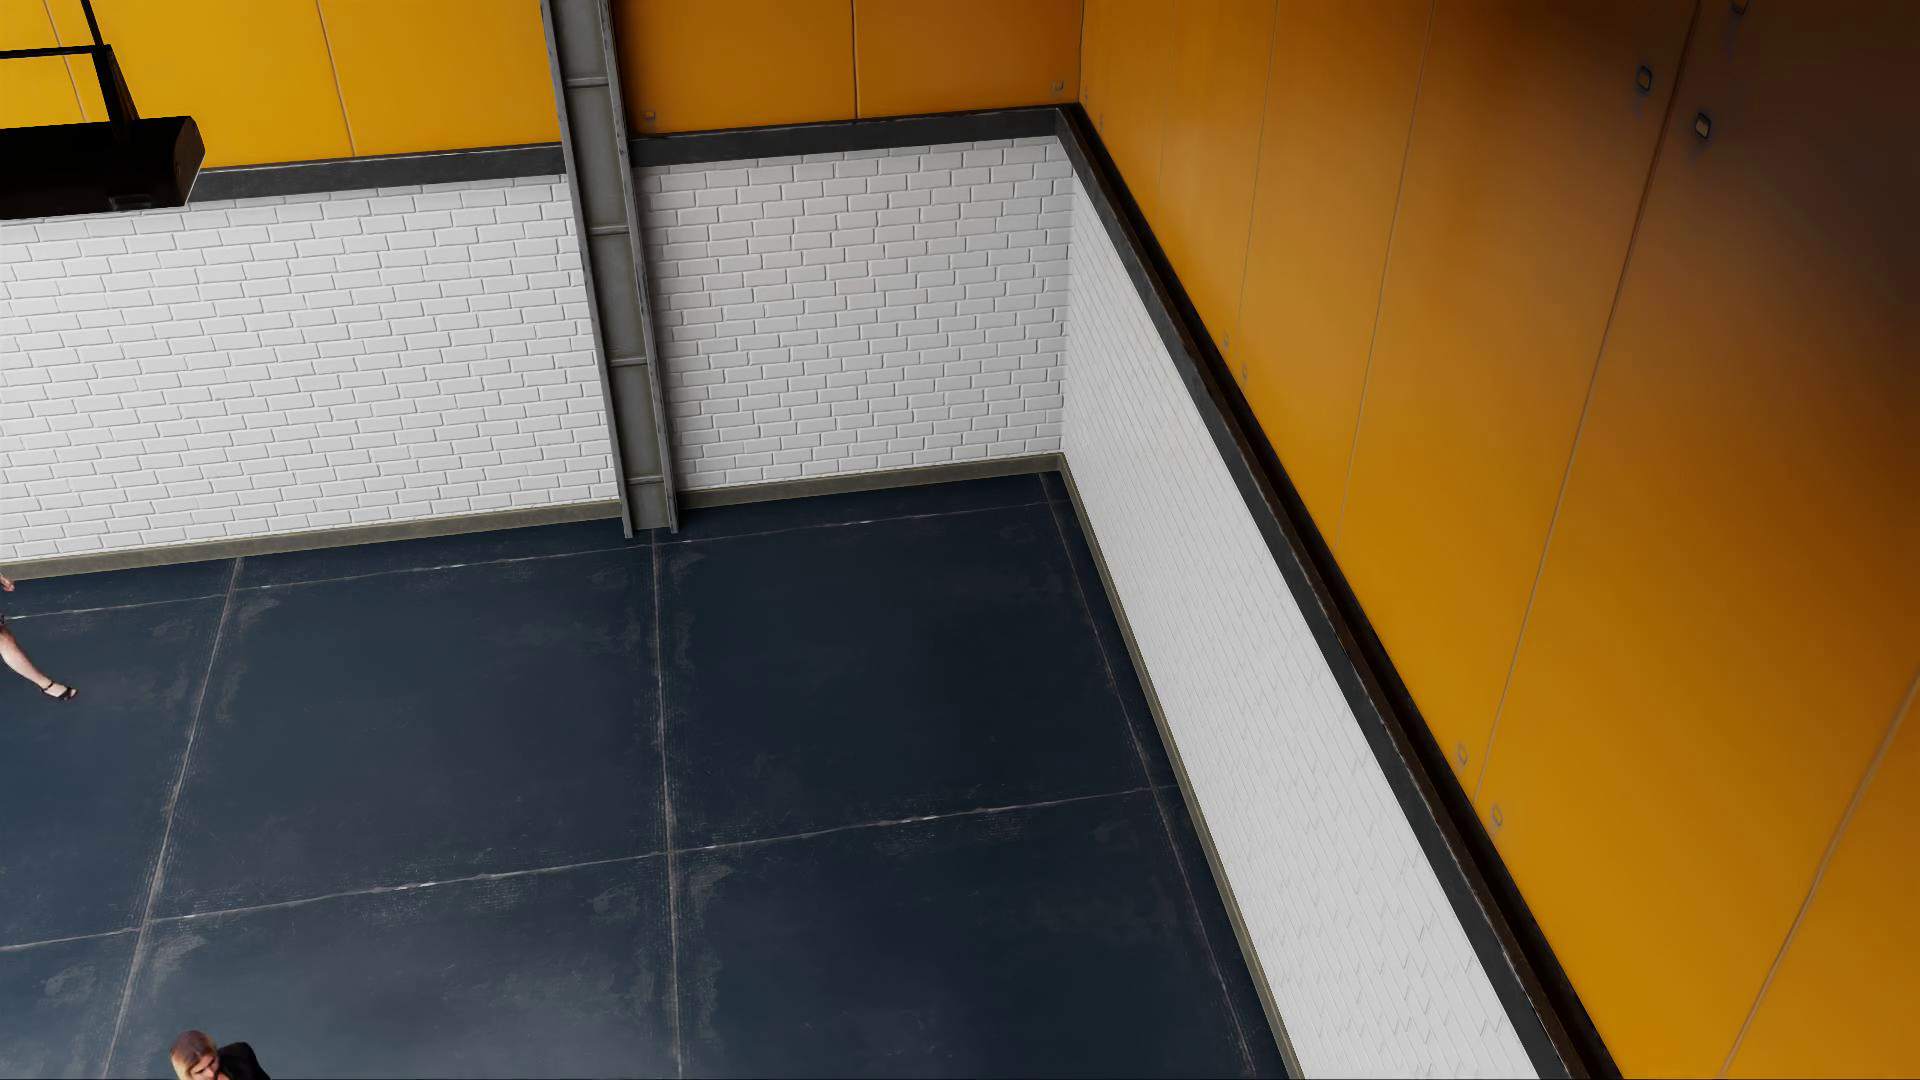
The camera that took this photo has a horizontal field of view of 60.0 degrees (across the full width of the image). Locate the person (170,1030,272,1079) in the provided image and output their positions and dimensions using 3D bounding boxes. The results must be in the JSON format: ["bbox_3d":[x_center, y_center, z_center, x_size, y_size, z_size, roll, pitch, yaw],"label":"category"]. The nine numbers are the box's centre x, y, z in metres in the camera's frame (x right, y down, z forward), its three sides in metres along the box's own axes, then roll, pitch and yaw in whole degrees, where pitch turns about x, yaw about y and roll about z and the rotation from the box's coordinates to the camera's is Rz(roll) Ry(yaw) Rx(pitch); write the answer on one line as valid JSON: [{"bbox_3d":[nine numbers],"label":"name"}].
[{"bbox_3d":[-3.334,2.708,7.622,0.929,1.660,0.879,24,44,27],"label":"person"}]
